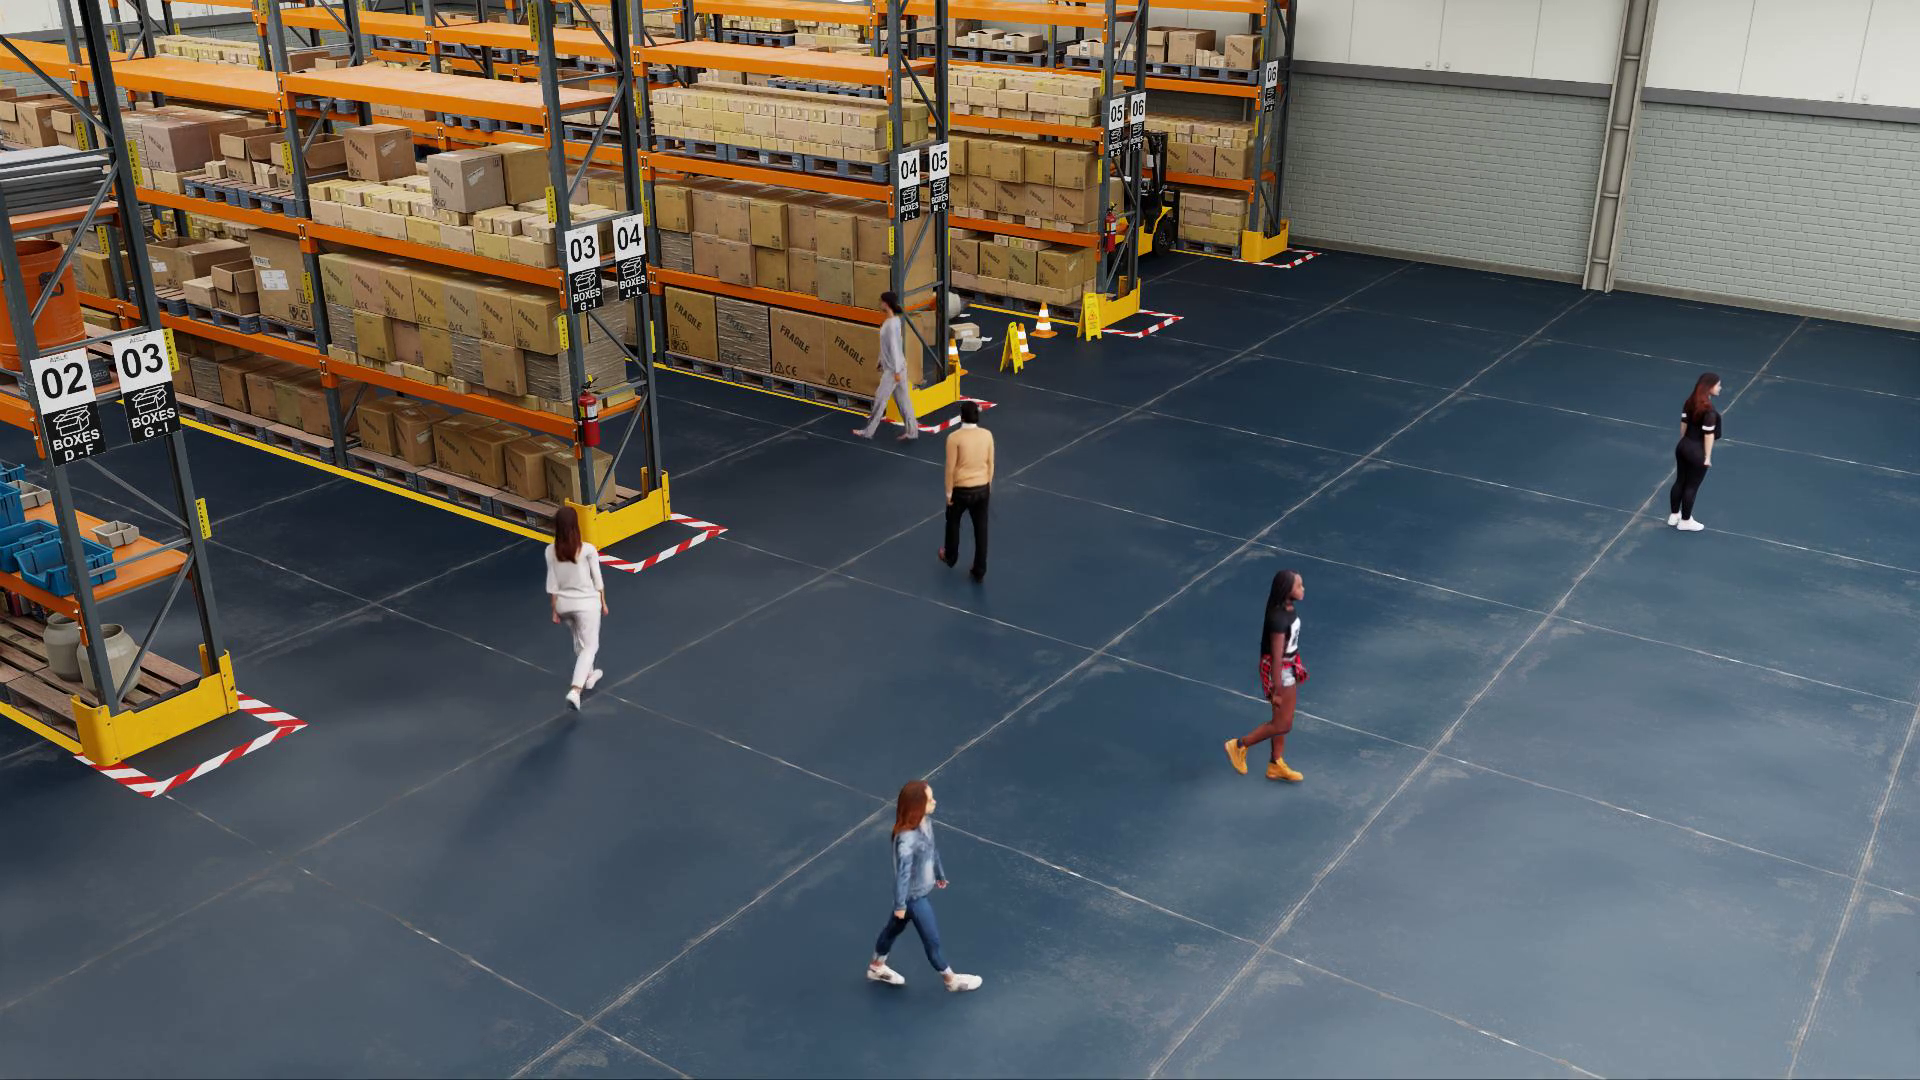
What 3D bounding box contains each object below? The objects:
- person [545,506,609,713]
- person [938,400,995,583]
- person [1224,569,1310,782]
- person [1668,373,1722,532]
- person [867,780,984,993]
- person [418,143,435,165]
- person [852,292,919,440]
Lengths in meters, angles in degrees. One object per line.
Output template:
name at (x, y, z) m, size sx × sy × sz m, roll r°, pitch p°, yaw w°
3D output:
person at (-3.074, 0.565, 13.322) m, size 1.061 × 1.663 × 0.943 m, roll 4°, pitch 23°, yaw 9°
person at (0.115, -0.429, 15.570) m, size 0.965 × 1.733 × 1.067 m, roll -8°, pitch 24°, yaw -19°
person at (2.257, 1.011, 12.203) m, size 0.906 × 1.719 × 0.751 m, roll 7°, pitch 24°, yaw 16°
person at (7.417, -0.903, 16.806) m, size 0.773 × 1.639 × 0.710 m, roll -4°, pitch 23°, yaw -10°
person at (-0.354, 2.096, 9.992) m, size 1.048 × 1.453 × 0.853 m, roll 4°, pitch 23°, yaw 9°
person at (-9.270, -6.162, 29.252) m, size 0.961 × 1.576 × 0.797 m, roll 9°, pitch 25°, yaw 19°
person at (-0.668, -1.979, 19.204) m, size 1.090 × 1.741 × 0.956 m, roll -1°, pitch 23°, yaw -3°
